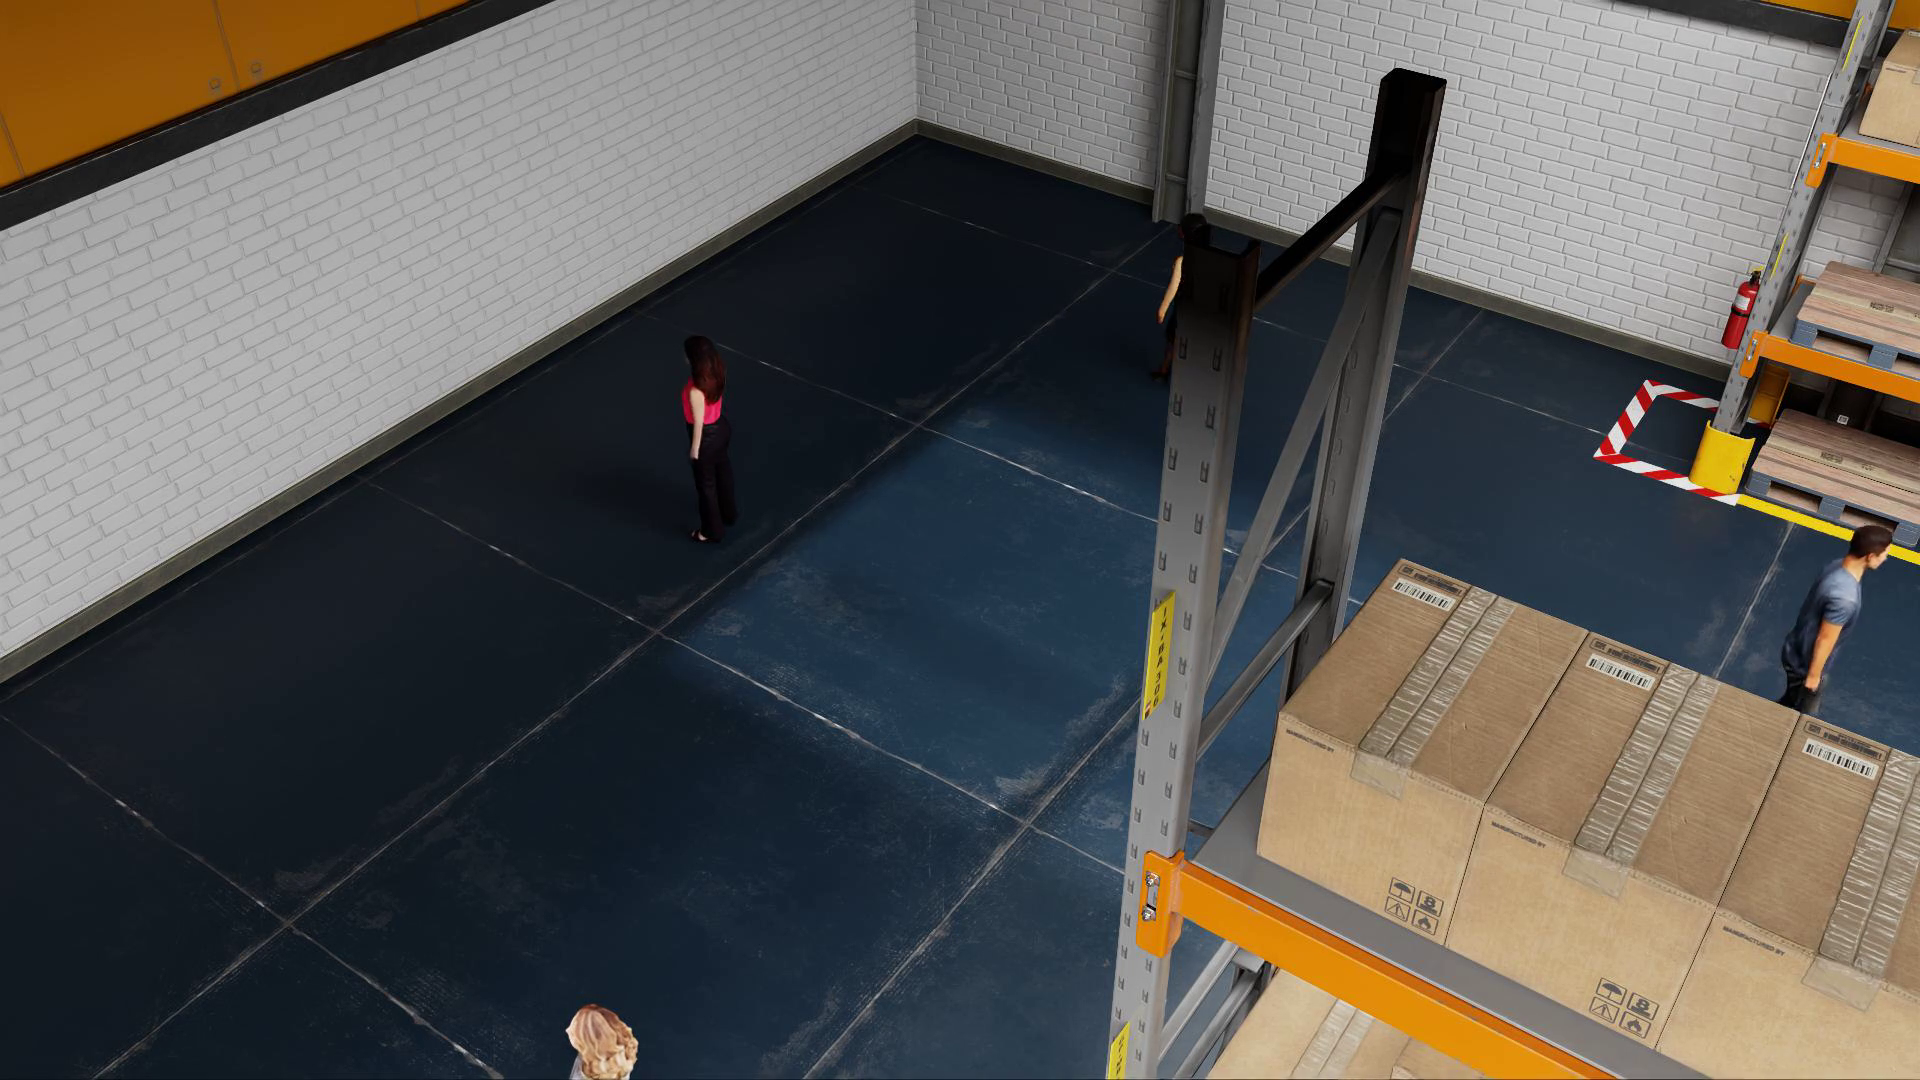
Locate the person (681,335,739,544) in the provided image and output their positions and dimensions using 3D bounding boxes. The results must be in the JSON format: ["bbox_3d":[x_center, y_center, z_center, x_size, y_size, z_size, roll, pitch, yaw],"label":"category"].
[{"bbox_3d":[-1.764,-0.717,11.603,0.623,1.658,0.644,14,41,17],"label":"person"}]

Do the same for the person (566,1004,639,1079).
[{"bbox_3d":[-1.518,2.621,7.372,0.740,1.723,0.713,-1,39,-1],"label":"person"}]

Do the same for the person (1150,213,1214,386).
[{"bbox_3d":[1.838,-1.762,12.928,0.780,1.638,0.625,26,45,28],"label":"person"}]

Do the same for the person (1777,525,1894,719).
[{"bbox_3d":[4.916,0.653,9.792,0.879,1.779,0.787,21,43,24],"label":"person"}]
